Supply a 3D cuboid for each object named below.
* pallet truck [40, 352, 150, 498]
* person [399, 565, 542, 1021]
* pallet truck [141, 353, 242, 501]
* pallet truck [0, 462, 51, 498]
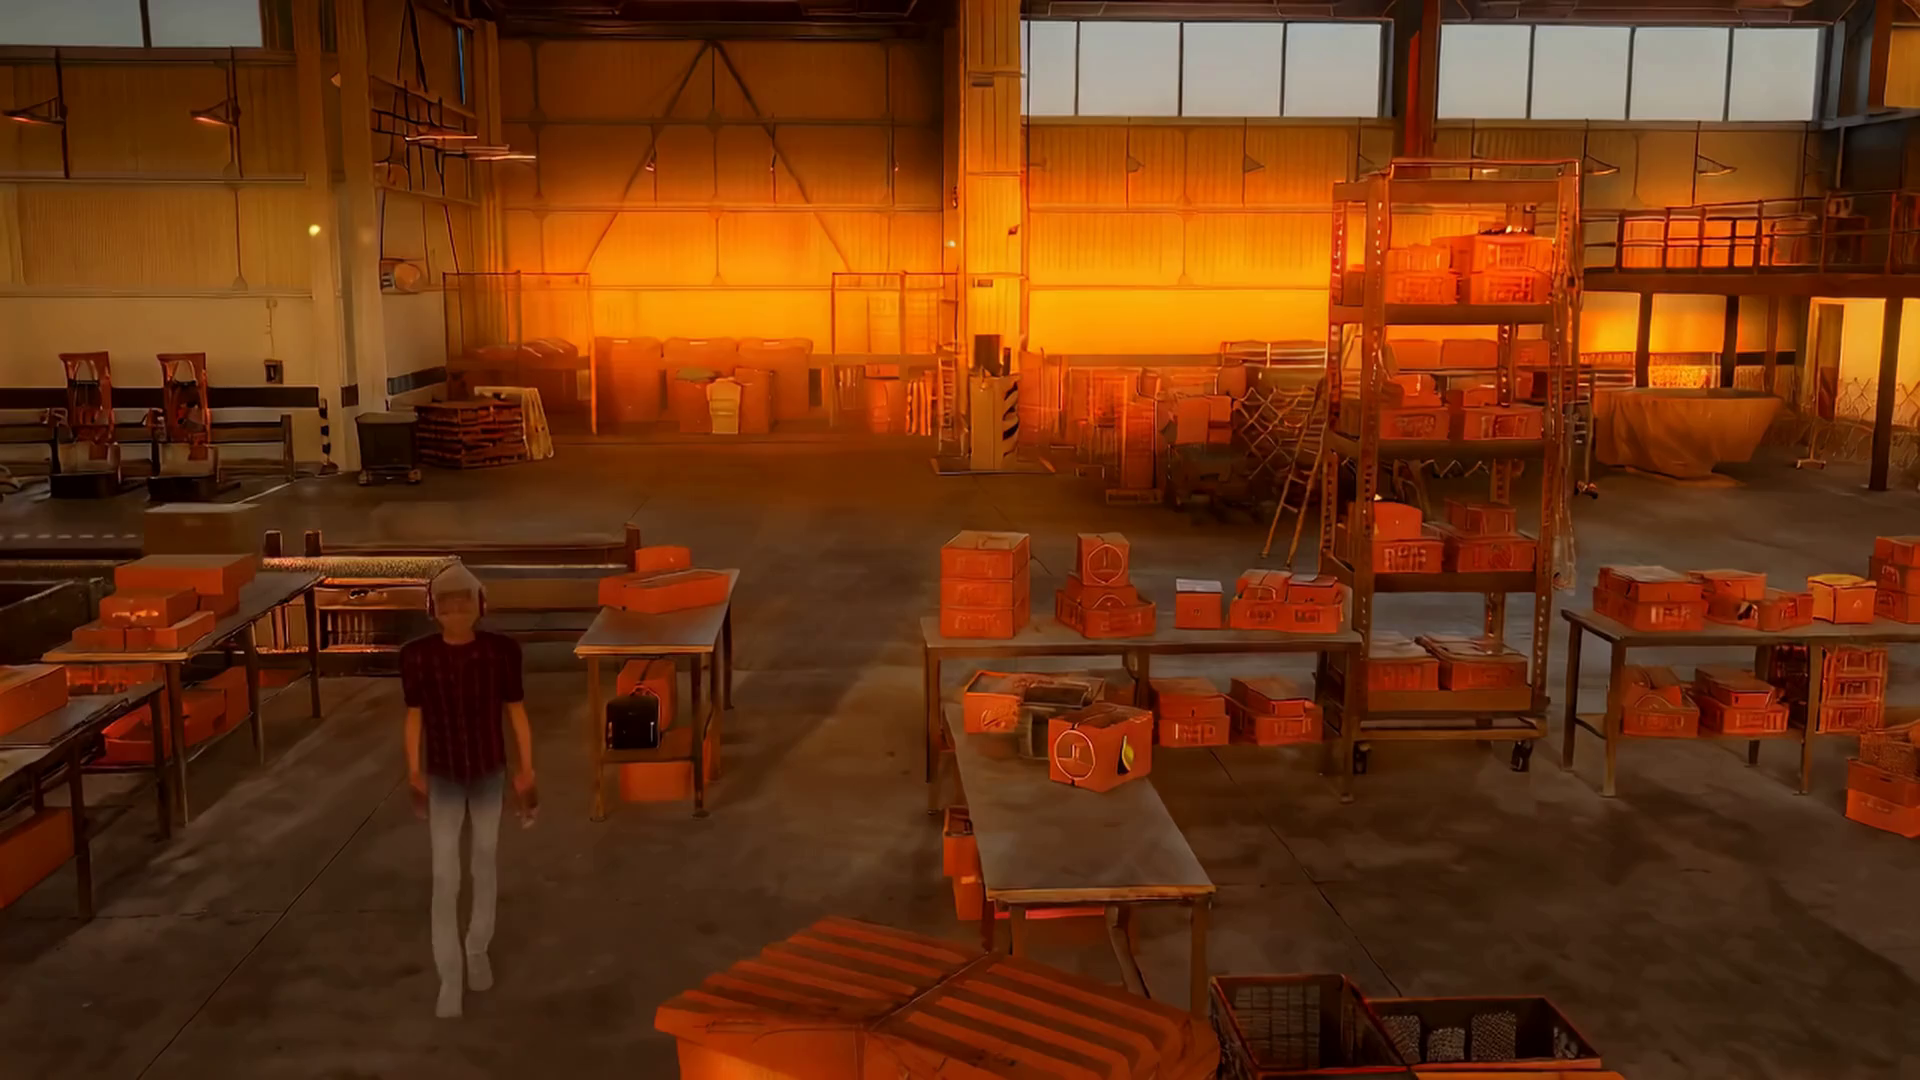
[{"bbox_3d":[-11.907,-1.642,23.165,0.823,1.965,1.885,0,9,0],"label":"pallet truck"},{"bbox_3d":[-2.012,1.027,6.884,0.530,1.847,0.724,-3,10,-19],"label":"person"},{"bbox_3d":[-10.520,-1.604,22.925,0.823,1.965,1.885,-1,9,-6],"label":"pallet truck"},{"bbox_3d":[-13.193,-1.293,23.148,0.653,1.274,1.630,-1,9,-4],"label":"pallet truck"}]
